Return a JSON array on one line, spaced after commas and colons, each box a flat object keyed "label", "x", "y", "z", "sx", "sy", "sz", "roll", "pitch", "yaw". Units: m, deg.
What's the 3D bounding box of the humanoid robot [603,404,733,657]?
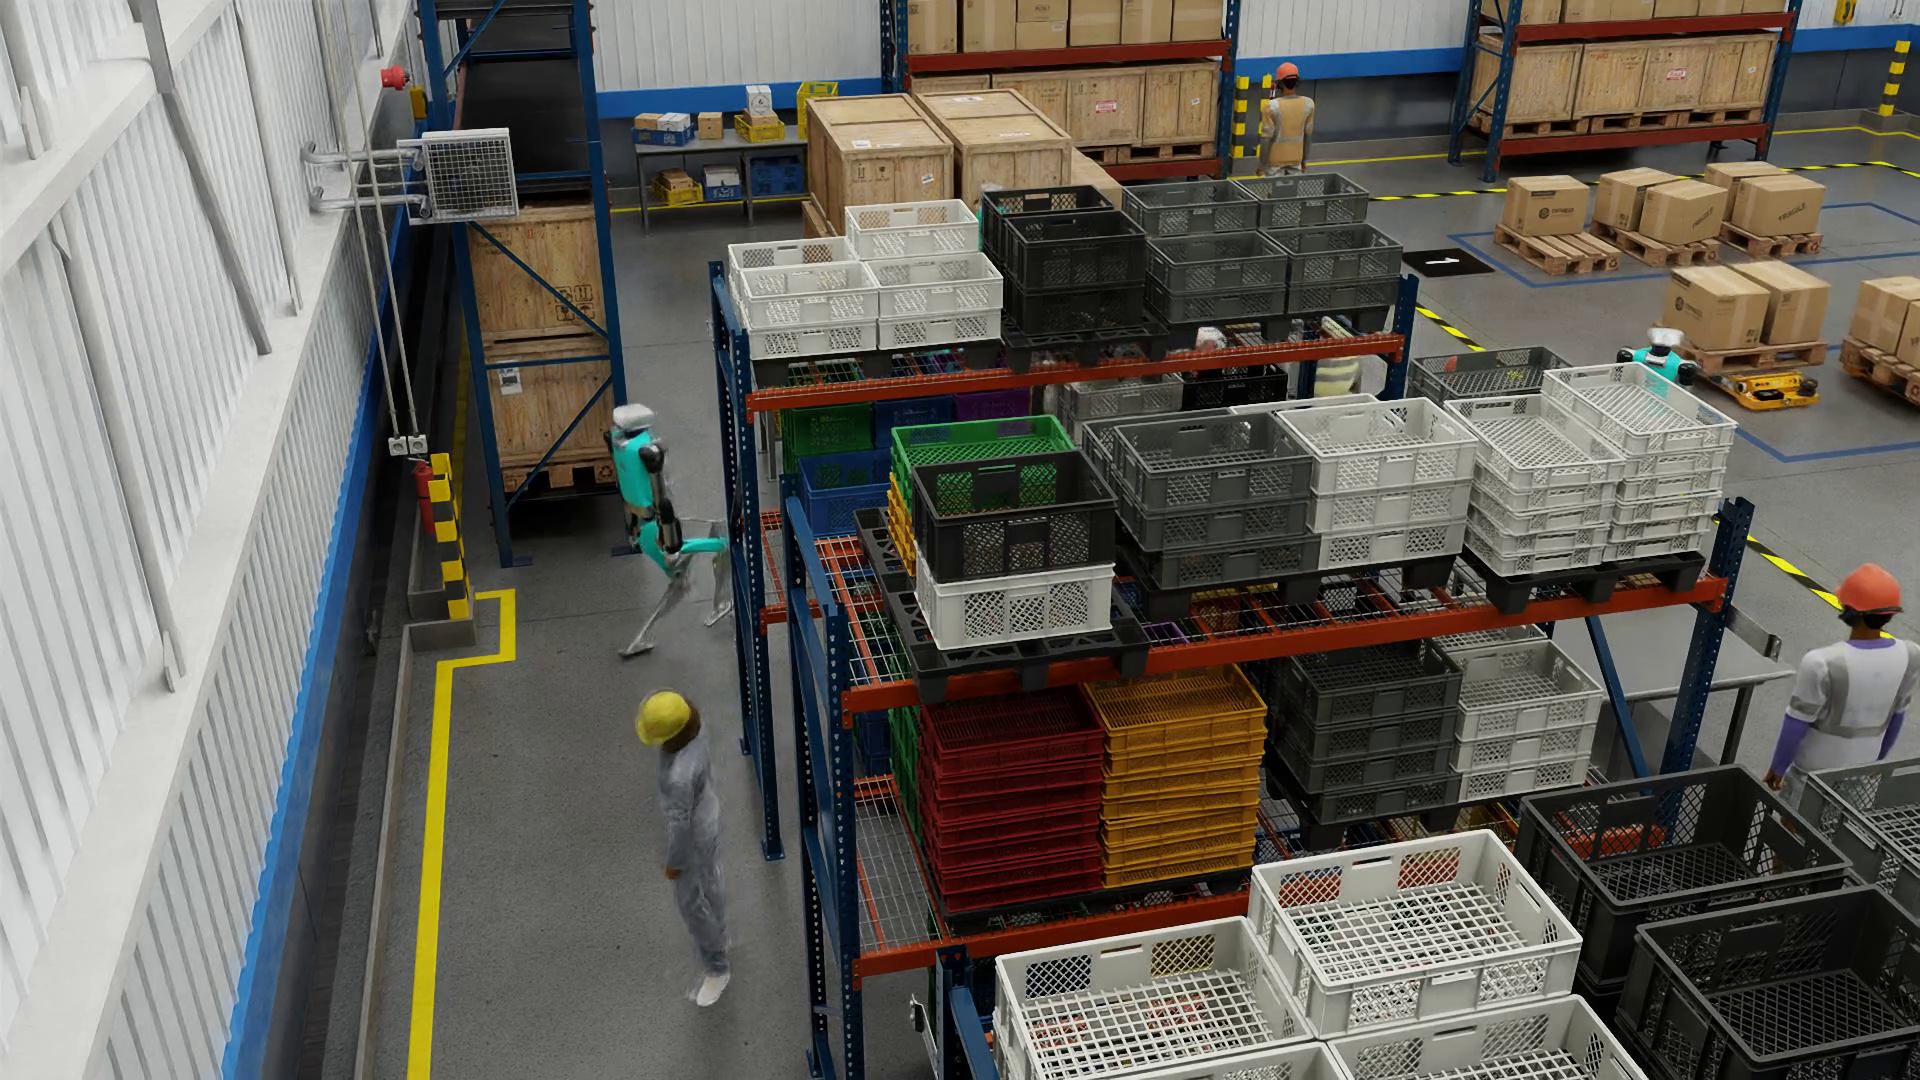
[{"label": "humanoid robot", "x": -1.803, "y": -0.109, "z": 10.741, "sx": 1.033, "sy": 1.779, "sz": 0.539, "roll": -24, "pitch": 36, "yaw": -38}]

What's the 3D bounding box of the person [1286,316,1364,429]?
[{"label": "person", "x": 2.762, "y": -1.186, "z": 12.620, "sx": 0.659, "sy": 1.828, "sz": 0.473, "roll": -10, "pitch": 30, "yaw": -19}]

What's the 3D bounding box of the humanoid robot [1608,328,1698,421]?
[{"label": "humanoid robot", "x": 4.887, "y": -0.788, "z": 11.819, "sx": 0.533, "sy": 1.681, "sz": 0.735, "roll": 16, "pitch": 32, "yaw": 28}]

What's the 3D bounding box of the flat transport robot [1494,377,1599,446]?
[{"label": "flat transport robot", "x": 4.780, "y": -1.036, "z": 14.013, "sx": 0.659, "sy": 0.231, "sz": 1.431, "roll": -6, "pitch": 28, "yaw": -12}]

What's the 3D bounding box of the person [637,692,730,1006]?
[{"label": "person", "x": -1.298, "y": 1.370, "z": 7.924, "sx": 0.311, "sy": 1.709, "sz": 0.622, "roll": -1, "pitch": 28, "yaw": -2}]

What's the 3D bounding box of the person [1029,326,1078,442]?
[{"label": "person", "x": 0.649, "y": -0.629, "z": 11.564, "sx": 0.368, "sy": 1.831, "sz": 0.598, "roll": -15, "pitch": 31, "yaw": -26}]

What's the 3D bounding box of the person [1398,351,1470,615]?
[{"label": "person", "x": 3.162, "y": -0.316, "z": 10.857, "sx": 0.356, "sy": 1.935, "sz": 0.550, "roll": -18, "pitch": 33, "yaw": -31}]

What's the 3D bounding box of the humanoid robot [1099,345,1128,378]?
[{"label": "humanoid robot", "x": 1.346, "y": -1.954, "z": 14.253, "sx": 0.424, "sy": 1.643, "sz": 0.608, "roll": -7, "pitch": 29, "yaw": -13}]

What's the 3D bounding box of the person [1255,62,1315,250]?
[{"label": "person", "x": 3.481, "y": -4.117, "z": 17.969, "sx": 0.605, "sy": 2.033, "sz": 0.397, "roll": -7, "pitch": 29, "yaw": -14}]

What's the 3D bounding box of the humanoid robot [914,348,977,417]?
[{"label": "humanoid robot", "x": 0.045, "y": -0.834, "z": 12.086, "sx": 0.558, "sy": 1.811, "sz": 0.711, "roll": 25, "pitch": 37, "yaw": 38}]

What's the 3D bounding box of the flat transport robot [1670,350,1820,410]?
[{"label": "flat transport robot", "x": 6.988, "y": -1.554, "z": 14.966, "sx": 0.652, "sy": 0.197, "sz": 1.431, "roll": -6, "pitch": 28, "yaw": -12}]

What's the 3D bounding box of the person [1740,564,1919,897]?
[{"label": "person", "x": 4.265, "y": 1.045, "z": 8.172, "sx": 0.615, "sy": 2.037, "sz": 0.409, "roll": -4, "pitch": 28, "yaw": -7}]

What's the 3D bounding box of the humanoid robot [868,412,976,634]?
[{"label": "humanoid robot", "x": -0.343, "y": -0.117, "z": 10.718, "sx": 0.988, "sy": 1.748, "sz": 0.567, "roll": -16, "pitch": 32, "yaw": -28}]

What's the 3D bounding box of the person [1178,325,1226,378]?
[{"label": "person", "x": 1.742, "y": -1.065, "z": 12.370, "sx": 0.840, "sy": 1.864, "sz": 0.630, "roll": -1, "pitch": 28, "yaw": -1}]

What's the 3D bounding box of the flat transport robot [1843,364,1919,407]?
[{"label": "flat transport robot", "x": 8.532, "y": -1.353, "z": 14.583, "sx": 0.652, "sy": 0.197, "sz": 1.431, "roll": -6, "pitch": 28, "yaw": -12}]

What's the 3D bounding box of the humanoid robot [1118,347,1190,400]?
[{"label": "humanoid robot", "x": 1.365, "y": -0.840, "z": 12.143, "sx": 0.603, "sy": 1.638, "sz": 0.433, "roll": 6, "pitch": 28, "yaw": 11}]

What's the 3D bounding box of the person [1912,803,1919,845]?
[{"label": "person", "x": 4.893, "y": 1.145, "z": 8.267, "sx": 0.523, "sy": 1.769, "sz": 0.312, "roll": -18, "pitch": 33, "yaw": -30}]

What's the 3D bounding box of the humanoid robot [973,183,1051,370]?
[{"label": "humanoid robot", "x": 0.574, "y": -2.343, "z": 14.938, "sx": 0.928, "sy": 1.778, "sz": 0.549, "roll": -6, "pitch": 28, "yaw": -12}]
